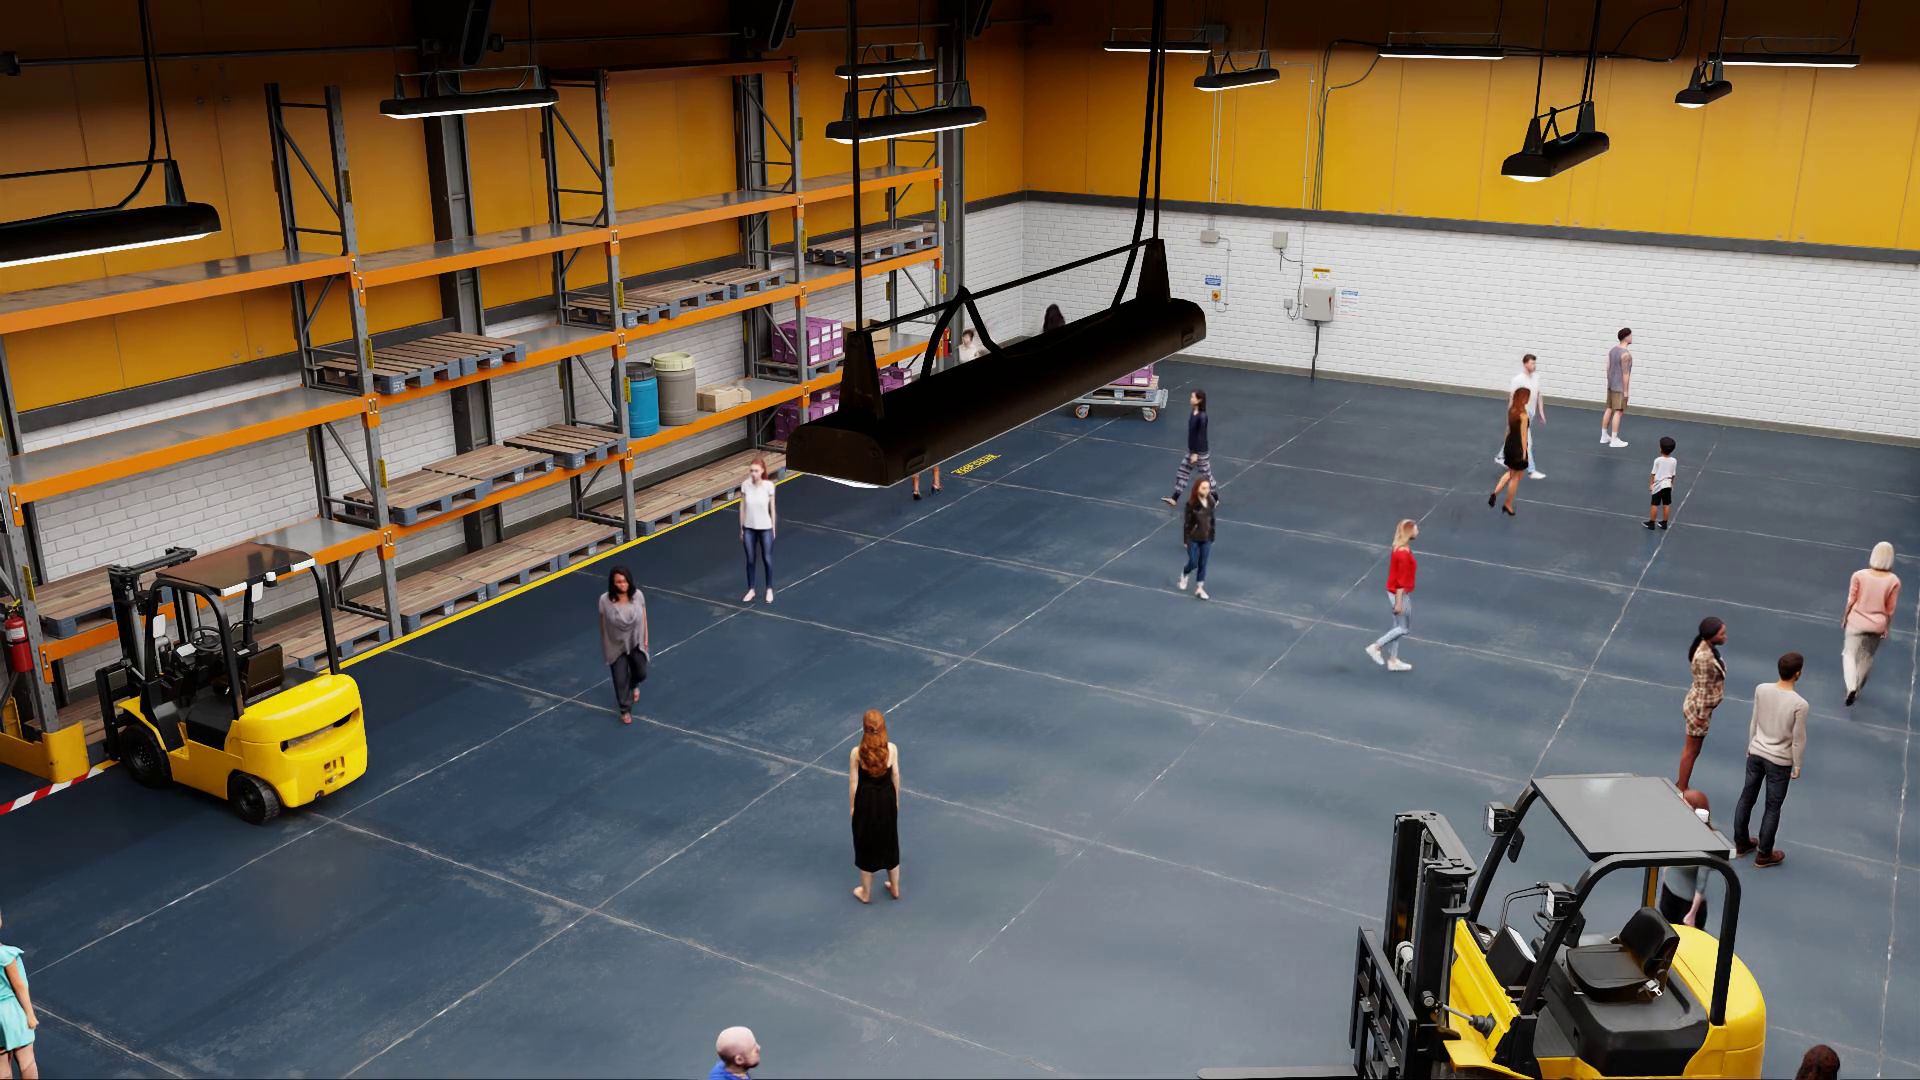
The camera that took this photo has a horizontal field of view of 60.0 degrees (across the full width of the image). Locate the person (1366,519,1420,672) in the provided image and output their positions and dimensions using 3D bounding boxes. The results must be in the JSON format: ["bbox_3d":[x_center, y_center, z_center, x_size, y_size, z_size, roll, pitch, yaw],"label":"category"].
[{"bbox_3d":[4.564,0.591,17.549,0.850,1.694,0.805,1,19,3],"label":"person"}]

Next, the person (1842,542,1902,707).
[{"bbox_3d":[9.113,0.867,16.706,0.671,1.709,0.999,8,20,22],"label":"person"}]

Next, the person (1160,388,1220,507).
[{"bbox_3d":[3.369,-1.236,22.987,1.114,1.686,1.097,-3,19,-10],"label":"person"}]

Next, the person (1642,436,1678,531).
[{"bbox_3d":[9.401,-0.760,22.247,0.561,1.256,0.604,-1,19,-4],"label":"person"}]

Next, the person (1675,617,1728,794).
[{"bbox_3d":[6.509,1.515,14.648,0.628,1.795,0.472,10,21,28],"label":"person"}]

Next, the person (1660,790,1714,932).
[{"bbox_3d":[5.081,2.549,11.662,0.719,1.740,0.659,-5,19,-15],"label":"person"}]

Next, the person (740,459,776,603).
[{"bbox_3d":[-2.371,-0.125,19.607,0.643,1.739,0.651,2,19,5],"label":"person"}]

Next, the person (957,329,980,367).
[{"bbox_3d":[0.156,-2.750,27.712,0.616,1.540,0.884,8,20,22],"label":"person"}]

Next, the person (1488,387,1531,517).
[{"bbox_3d":[7.453,-1.170,22.583,0.881,1.818,0.813,-6,20,-17],"label":"person"}]

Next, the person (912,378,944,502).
[{"bbox_3d":[-0.571,-1.397,23.354,0.594,1.757,0.878,9,21,26],"label":"person"}]

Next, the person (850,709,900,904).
[{"bbox_3d":[-0.669,2.104,13.168,0.660,1.623,0.727,-7,20,-19],"label":"person"}]

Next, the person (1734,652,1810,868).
[{"bbox_3d":[6.681,1.793,13.715,0.724,1.864,0.725,-12,22,-31],"label":"person"}]

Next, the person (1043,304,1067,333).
[{"bbox_3d":[1.657,-3.324,29.317,0.647,1.603,0.977,7,20,19],"label":"person"}]

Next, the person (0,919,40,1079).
[{"bbox_3d":[-6.098,2.998,10.614,0.615,1.558,0.634,4,19,11],"label":"person"}]

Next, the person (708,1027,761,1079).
[{"bbox_3d":[-1.276,3.453,8.899,1.171,1.791,1.186,-2,19,-7],"label":"person"}]

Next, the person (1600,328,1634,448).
[{"bbox_3d":[10.158,-2.373,25.672,0.788,1.846,0.716,-5,19,-14],"label":"person"}]

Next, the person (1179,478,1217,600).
[{"bbox_3d":[2.808,-0.045,19.777,0.777,1.477,0.827,-7,20,-20],"label":"person"}]

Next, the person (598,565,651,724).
[{"bbox_3d":[-3.334,0.986,16.533,0.901,1.594,0.945,-6,20,-18],"label":"person"}]

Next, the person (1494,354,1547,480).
[{"bbox_3d":[8.275,-1.842,24.609,1.280,1.799,1.097,-11,22,-31],"label":"person"}]
